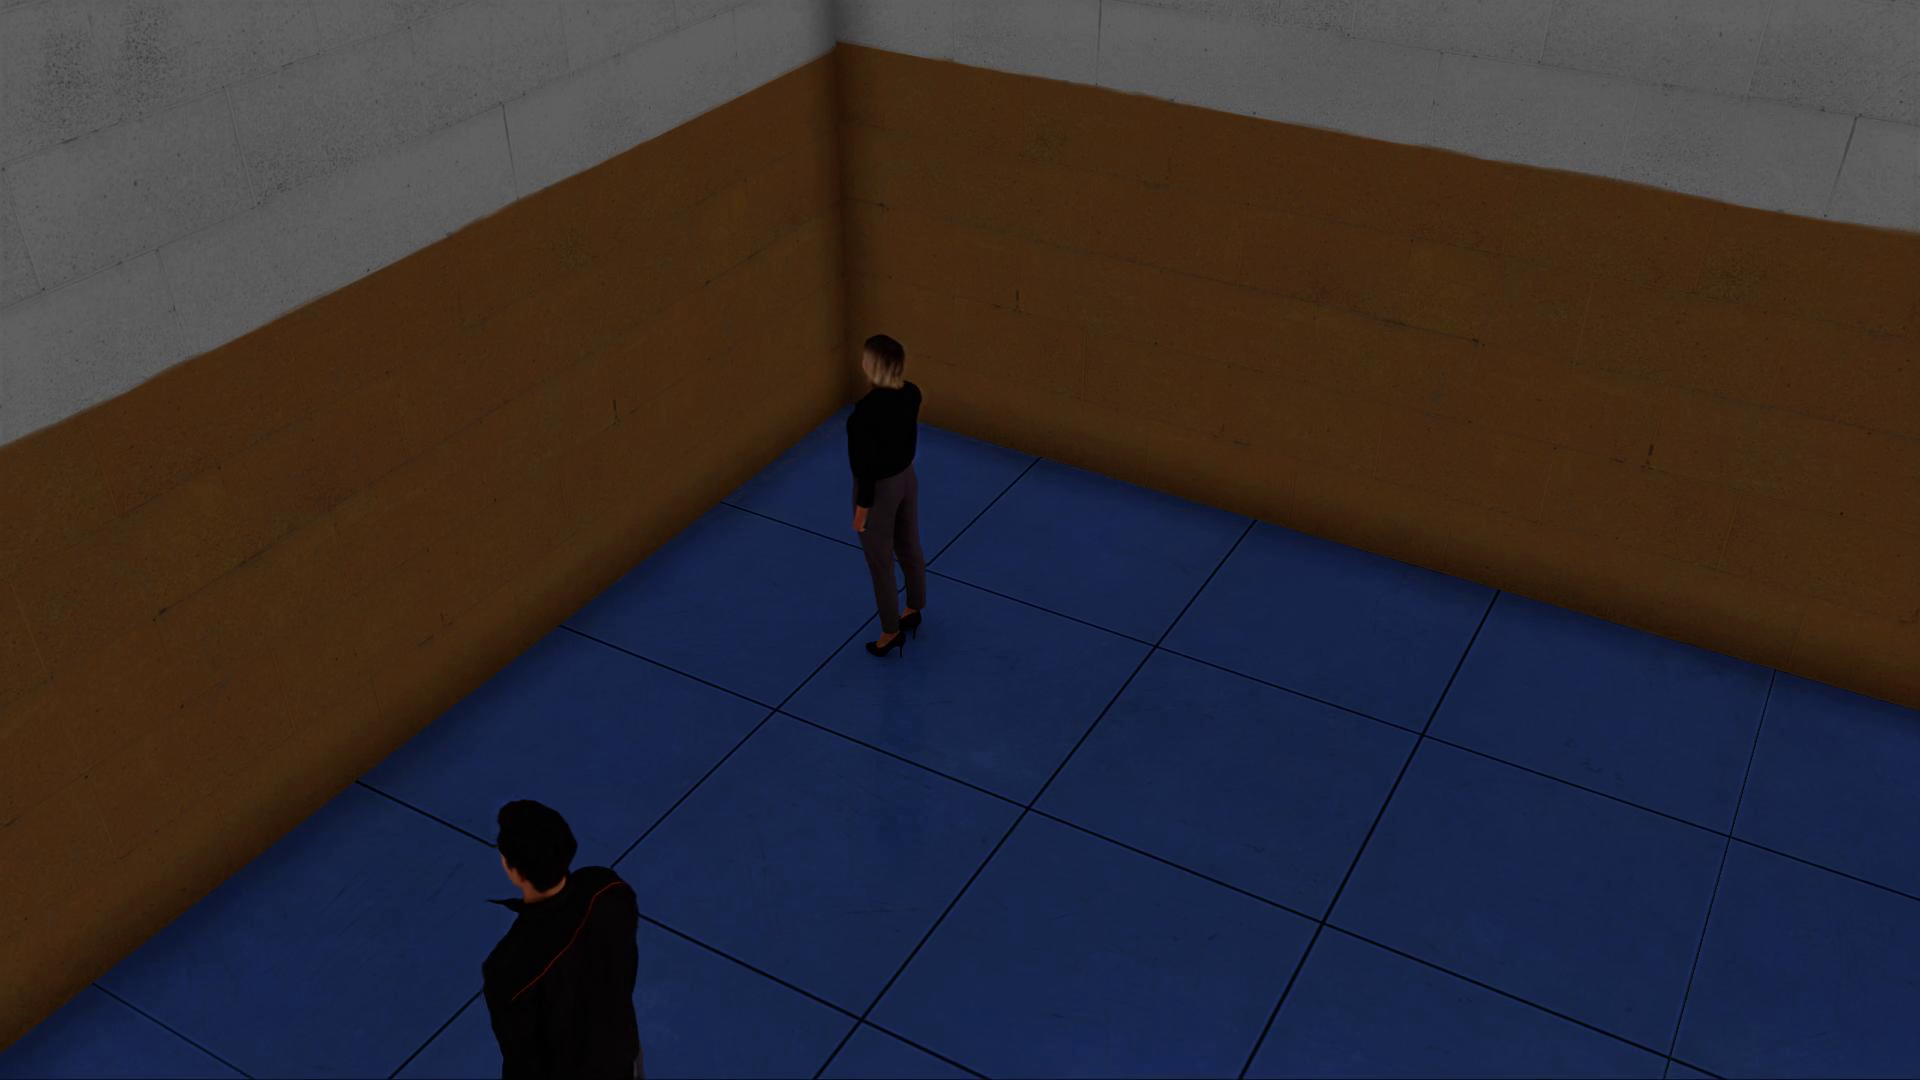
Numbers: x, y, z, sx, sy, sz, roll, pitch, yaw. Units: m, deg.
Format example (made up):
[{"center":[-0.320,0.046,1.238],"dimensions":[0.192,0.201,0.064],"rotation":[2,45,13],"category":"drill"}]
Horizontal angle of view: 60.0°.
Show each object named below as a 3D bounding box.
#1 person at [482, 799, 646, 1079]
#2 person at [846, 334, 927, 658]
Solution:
[{"center":[-1.120,1.521,4.912],"dimensions":[0.758,1.946,0.521],"rotation":[16,37,23],"category":"person"},{"center":[-0.331,-0.188,7.730],"dimensions":[0.668,1.670,0.487],"rotation":[20,39,27],"category":"person"}]
